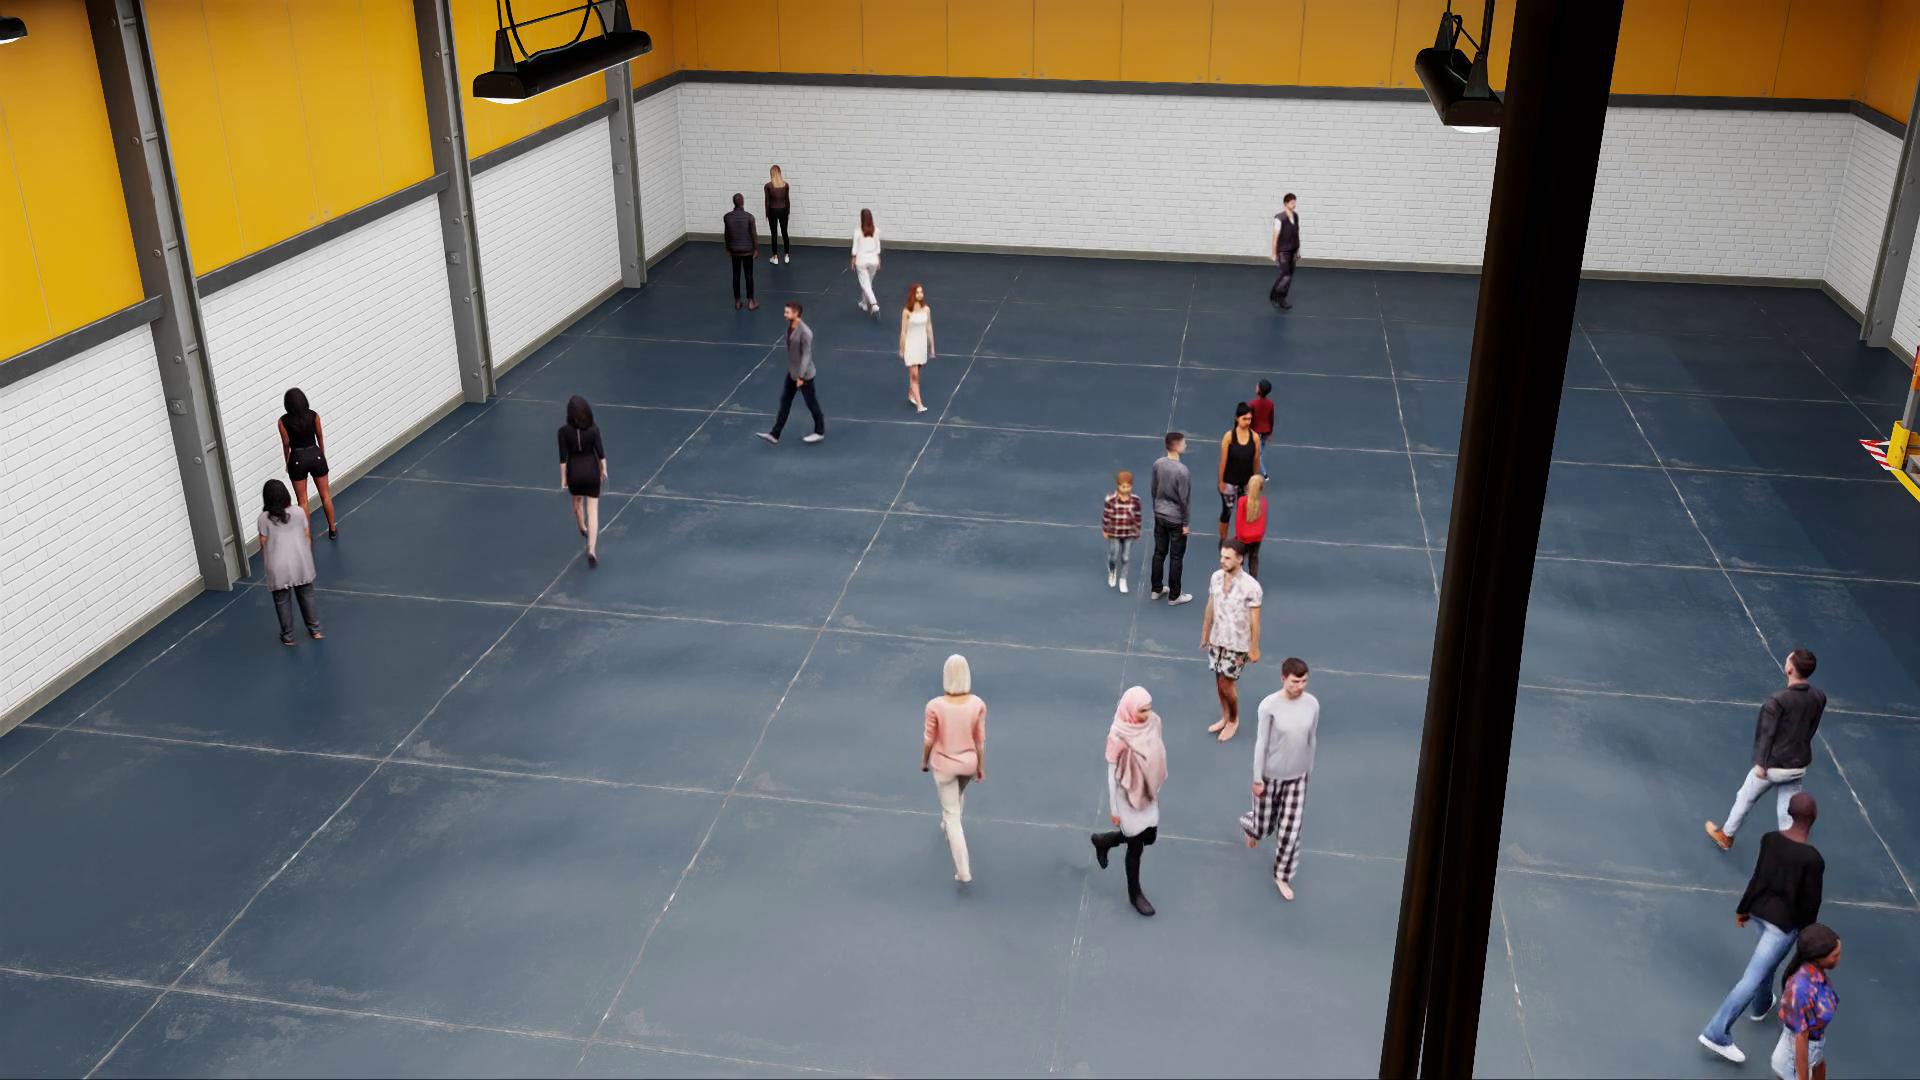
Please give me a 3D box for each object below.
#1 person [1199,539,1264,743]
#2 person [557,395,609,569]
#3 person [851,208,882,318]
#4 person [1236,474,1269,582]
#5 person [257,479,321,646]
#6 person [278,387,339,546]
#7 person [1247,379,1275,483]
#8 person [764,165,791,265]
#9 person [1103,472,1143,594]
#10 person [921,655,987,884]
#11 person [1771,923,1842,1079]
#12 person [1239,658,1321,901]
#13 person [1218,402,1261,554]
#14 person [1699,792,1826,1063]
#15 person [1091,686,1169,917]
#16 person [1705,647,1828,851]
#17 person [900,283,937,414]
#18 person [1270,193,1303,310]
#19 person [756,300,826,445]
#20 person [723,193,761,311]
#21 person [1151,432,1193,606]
[{"bbox_3d":[2.347,0.812,14.024,0.865,1.800,0.812,-17,29,-34],"label":"person"},{"bbox_3d":[-3.897,-0.566,17.224,0.811,1.763,1.154,-2,24,-5],"label":"person"},{"bbox_3d":[-1.424,-4.294,25.883,1.002,1.658,1.152,-11,26,-24],"label":"person"},{"bbox_3d":[2.892,-0.003,16.572,0.597,1.253,0.761,-6,24,-13],"label":"person"},{"bbox_3d":[-6.341,0.198,15.672,0.771,1.605,0.833,-18,29,-35],"label":"person"},{"bbox_3d":[-6.991,-0.807,17.801,0.670,1.742,0.727,-15,28,-31],"label":"person"},{"bbox_3d":[3.518,-1.248,19.437,0.805,1.239,0.941,-11,26,-23],"label":"person"},{"bbox_3d":[-3.174,-5.684,29.005,0.677,1.705,0.686,-10,25,-21],"label":"person"},{"bbox_3d":[1.628,-0.116,16.777,0.590,1.296,0.615,-2,24,-4],"label":"person"},{"bbox_3d":[-0.021,1.700,12.141,0.943,1.681,1.235,-6,24,-14],"label":"person"},{"bbox_3d":[4.647,2.879,9.379,0.753,1.733,0.649,18,30,36],"label":"person"},{"bbox_3d":[2.299,1.658,12.052,0.824,1.830,1.037,-4,24,-9],"label":"person"},{"bbox_3d":[2.934,-0.655,17.553,0.655,1.661,0.630,-5,24,-11],"label":"person"},{"bbox_3d":[5.060,2.445,10.427,1.063,1.688,1.119,-6,24,-14],"label":"person"},{"bbox_3d":[1.168,1.800,11.780,0.982,1.787,1.024,-20,30,-38],"label":"person"},{"bbox_3d":[5.997,1.678,12.031,0.913,1.809,1.104,-5,24,-12],"label":"person"},{"bbox_3d":[-0.612,-2.549,21.871,0.952,1.674,1.111,-10,26,-22],"label":"person"},{"bbox_3d":[5.093,-4.571,26.290,0.769,1.838,0.840,-18,30,-36],"label":"person"},{"bbox_3d":[-1.897,-2.057,20.547,1.217,1.832,1.155,-16,28,-32],"label":"person"},{"bbox_3d":[-3.458,-4.566,26.284,0.699,1.835,0.581,5,24,12],"label":"person"},{"bbox_3d":[2.084,-0.218,16.430,0.729,1.760,0.701,-21,31,-39],"label":"person"}]
